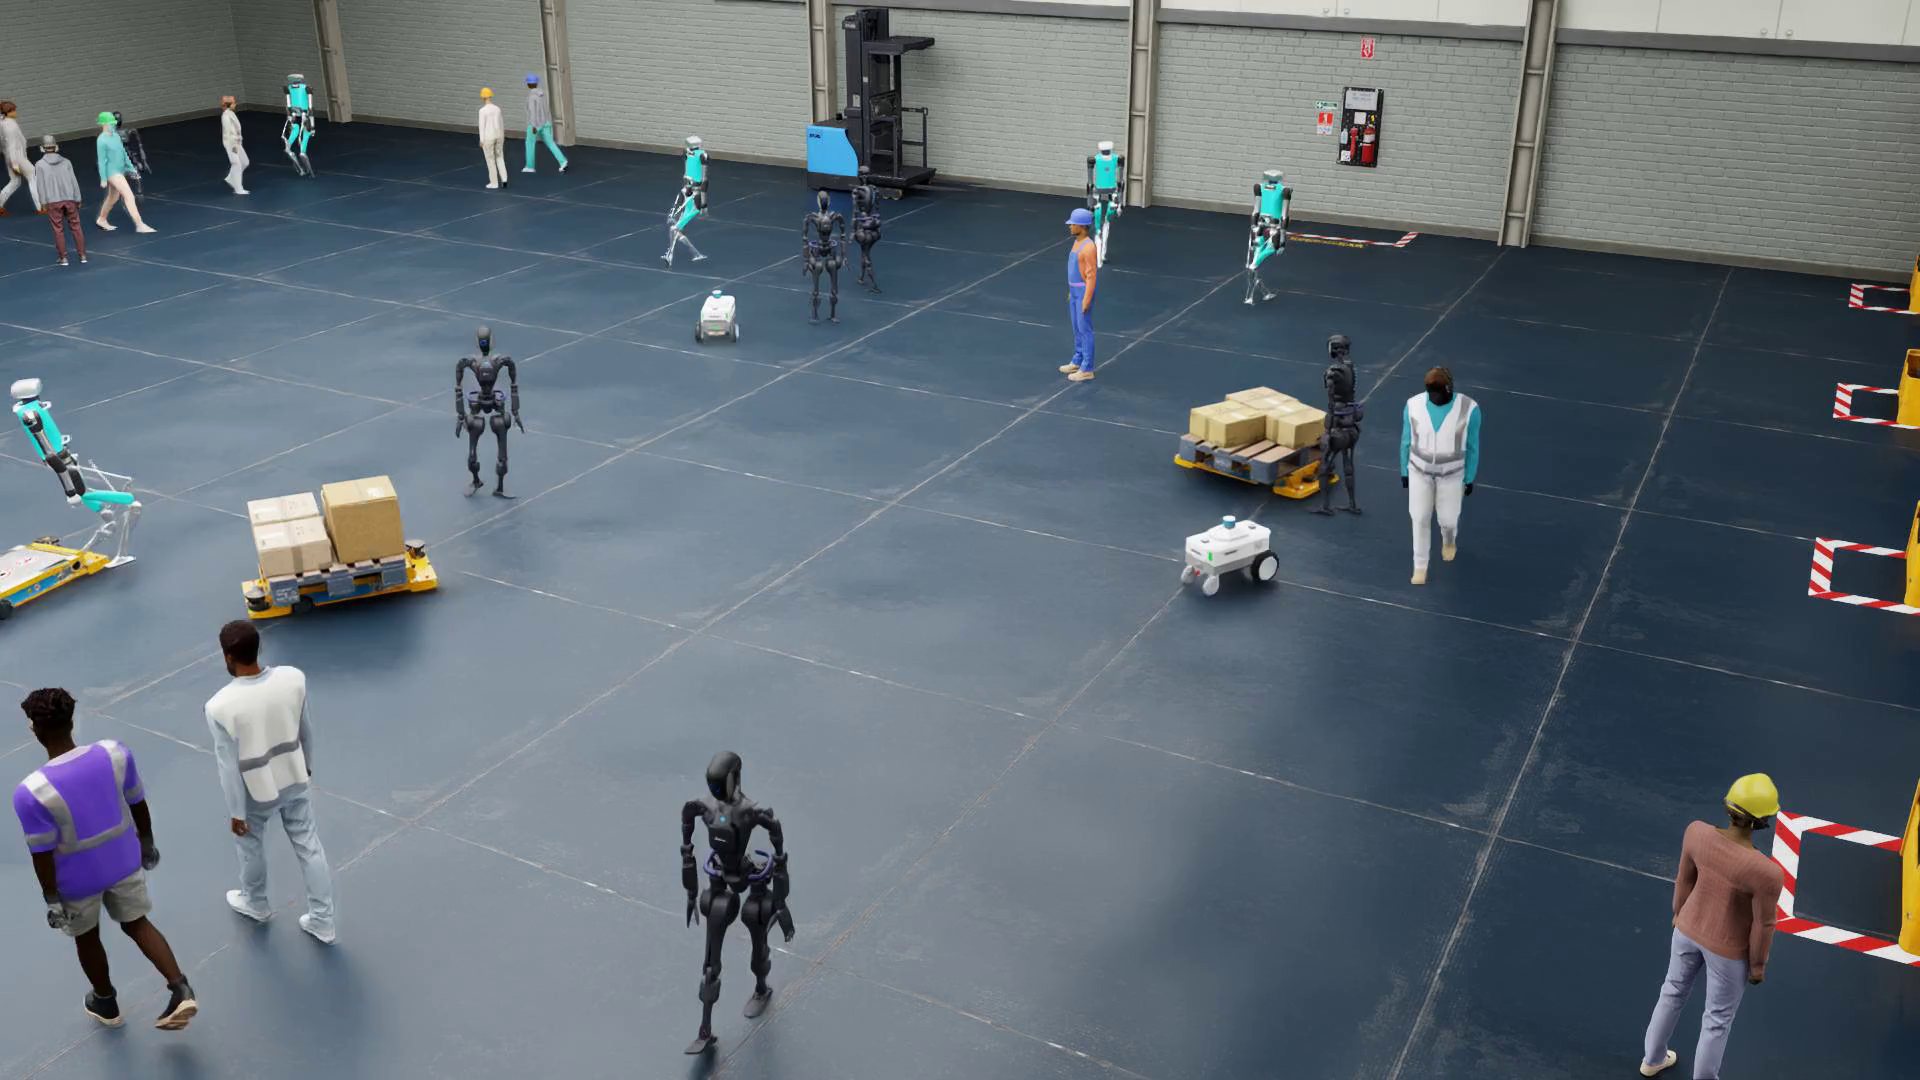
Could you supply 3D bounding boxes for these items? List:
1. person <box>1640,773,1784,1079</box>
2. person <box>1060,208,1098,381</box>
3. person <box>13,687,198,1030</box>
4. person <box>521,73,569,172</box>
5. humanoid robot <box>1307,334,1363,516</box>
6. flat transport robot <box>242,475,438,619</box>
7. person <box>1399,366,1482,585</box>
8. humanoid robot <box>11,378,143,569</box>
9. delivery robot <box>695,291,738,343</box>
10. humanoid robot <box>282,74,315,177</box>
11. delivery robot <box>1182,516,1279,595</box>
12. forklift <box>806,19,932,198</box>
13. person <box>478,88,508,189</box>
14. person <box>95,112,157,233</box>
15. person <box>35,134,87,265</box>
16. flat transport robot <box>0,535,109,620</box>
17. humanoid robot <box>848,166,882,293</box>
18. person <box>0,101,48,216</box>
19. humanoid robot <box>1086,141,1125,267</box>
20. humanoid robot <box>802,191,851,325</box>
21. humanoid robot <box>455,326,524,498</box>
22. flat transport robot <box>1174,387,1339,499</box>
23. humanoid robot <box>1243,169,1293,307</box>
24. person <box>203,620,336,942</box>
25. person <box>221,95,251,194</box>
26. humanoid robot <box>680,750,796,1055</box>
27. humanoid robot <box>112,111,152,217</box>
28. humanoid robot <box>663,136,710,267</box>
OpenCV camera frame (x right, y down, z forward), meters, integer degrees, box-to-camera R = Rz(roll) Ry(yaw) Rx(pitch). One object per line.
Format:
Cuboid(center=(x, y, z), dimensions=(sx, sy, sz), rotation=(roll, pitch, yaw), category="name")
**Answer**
Cuboid(center=(3.601, 1.886, 7.890), dimensions=(0.341, 1.758, 0.518), rotation=(-13, 26, -28), category="person")
Cuboid(center=(1.332, -2.722, 18.423), dimensions=(0.366, 1.908, 0.530), rotation=(-6, 24, -13), category="person")
Cuboid(center=(-4.233, 1.633, 8.257), dimensions=(0.756, 1.932, 0.633), rotation=(14, 27, 30), category="person")
Cuboid(center=(-7.423, -7.388, 29.502), dimensions=(0.837, 1.742, 0.530), rotation=(8, 25, 19), category="person")
Cuboid(center=(3.400, -1.013, 14.755), dimensions=(0.449, 1.631, 0.610), rotation=(15, 28, 32), category="humanoid robot")
Cuboid(center=(-5.032, 0.298, 13.468), dimensions=(1.431, 0.231, 0.659), rotation=(-11, 26, -24), category="flat transport robot")
Cuboid(center=(3.864, -0.550, 13.483), dimensions=(0.636, 1.819, 0.553), rotation=(10, 25, 22), category="person")
Cuboid(center=(-7.040, -0.505, 13.497), dimensions=(0.883, 1.735, 0.539), rotation=(-12, 26, -26), category="humanoid robot")
Cuboid(center=(-2.921, -2.714, 20.104), dimensions=(0.499, 0.583, 0.767), rotation=(0, 23, -1), category="delivery robot")
Cuboid(center=(-11.594, -7.159, 29.038), dimensions=(0.555, 1.826, 0.792), rotation=(4, 24, 9), category="humanoid robot")
Cuboid(center=(2.190, 0.082, 13.572), dimensions=(0.744, 0.564, 0.499), rotation=(-15, 28, -31), category="delivery robot")
Cuboid(center=(-1.573, -7.292, 27.850), dimensions=(1.873, 2.768, 1.129), rotation=(12, 26, 25), category="forklift")
Cuboid(center=(-7.919, -6.795, 28.186), dimensions=(0.433, 1.689, 0.476), rotation=(18, 29, 36), category="person")
Cuboid(center=(-12.787, -5.551, 25.121), dimensions=(0.988, 1.822, 0.505), rotation=(0, 23, 0), category="person")
Cuboid(center=(-12.629, -4.778, 23.340), dimensions=(0.546, 1.807, 0.379), rotation=(-20, 30, -38), category="person")
Cuboid(center=(-7.651, 0.350, 13.347), dimensions=(0.659, 0.231, 1.431), rotation=(8, 25, 19), category="flat transport robot")
Cuboid(center=(-1.295, -4.122, 21.997), dimensions=(0.635, 1.637, 0.608), rotation=(15, 27, 31), category="humanoid robot")
Cuboid(center=(-14.913, -5.990, 26.170), dimensions=(0.865, 1.800, 0.503), rotation=(-15, 28, -31), category="person")
Cuboid(center=(1.986, -4.702, 23.283), dimensions=(0.550, 1.814, 0.757), rotation=(-3, 23, -6), category="humanoid robot")
Cuboid(center=(-1.649, -3.485, 20.498), dimensions=(0.591, 1.649, 0.373), rotation=(-7, 24, -17), category="humanoid robot")
Cuboid(center=(-4.289, -1.157, 15.081), dimensions=(0.600, 1.646, 0.430), rotation=(-8, 24, -17), category="humanoid robot")
Cuboid(center=(2.821, -0.723, 15.845), dimensions=(1.431, 0.231, 0.659), rotation=(20, 30, 39), category="flat transport robot")
Cuboid(center=(3.793, -3.777, 21.155), dimensions=(0.539, 1.759, 1.029), rotation=(19, 30, 37), category="humanoid robot")
Cuboid(center=(-3.829, 1.293, 9.103), dimensions=(0.907, 1.875, 0.610), rotation=(16, 28, 32), category="person")
Cuboid(center=(-12.138, -6.596, 27.788), dimensions=(0.396, 1.629, 0.514), rotation=(-3, 23, -8), category="person")
Cuboid(center=(-1.110, 1.789, 8.242), dimensions=(0.591, 1.636, 0.699), rotation=(5, 24, 11), category="humanoid robot")
Cuboid(center=(-13.130, -5.940, 26.228), dimensions=(0.608, 1.642, 0.529), rotation=(-18, 29, -36), category="humanoid robot")
Cuboid(center=(-3.945, -4.705, 23.288), dimensions=(0.934, 1.786, 0.546), rotation=(-20, 30, -38), category="humanoid robot")
